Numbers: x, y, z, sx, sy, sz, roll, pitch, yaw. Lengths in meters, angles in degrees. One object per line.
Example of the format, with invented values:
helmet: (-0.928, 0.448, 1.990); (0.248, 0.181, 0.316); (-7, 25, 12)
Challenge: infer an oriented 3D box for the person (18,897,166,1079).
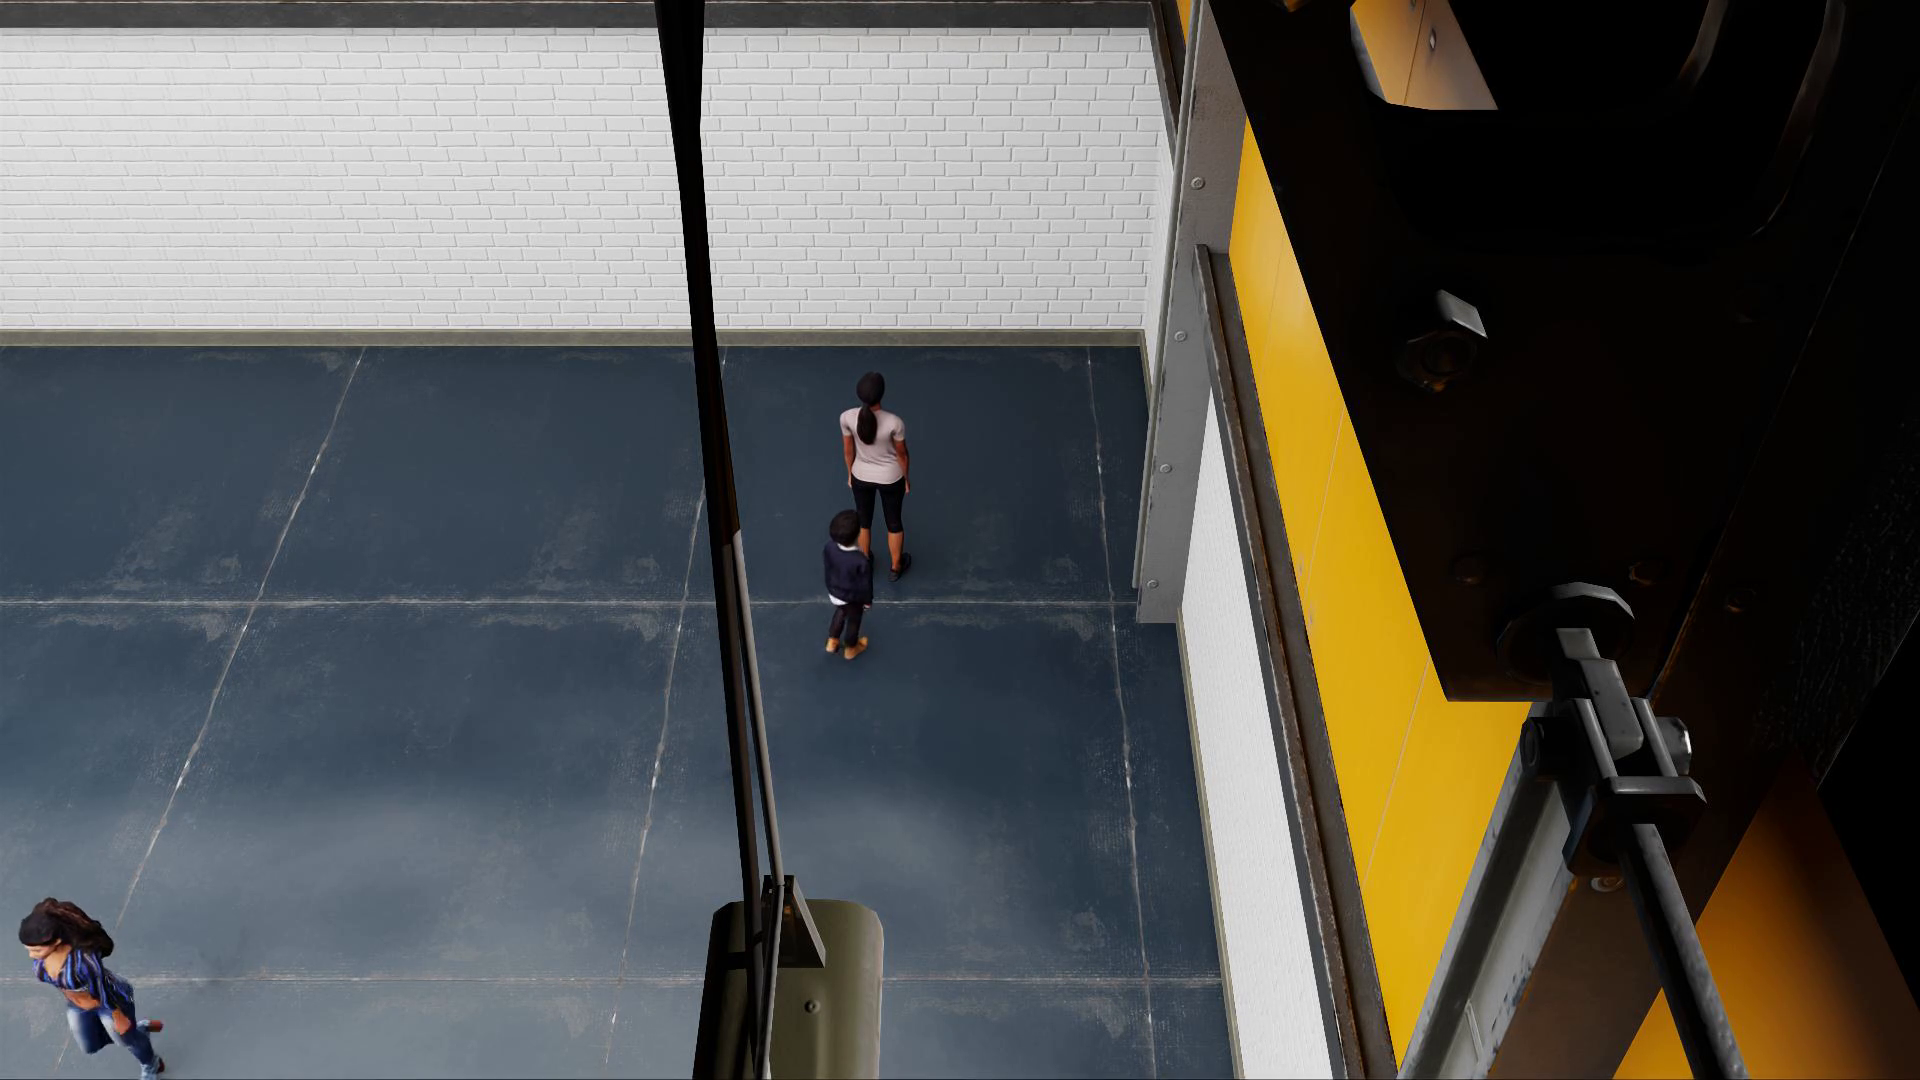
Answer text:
person: (-4.364, 2.298, 8.532); (0.689, 1.613, 0.705); (11, 45, 11)

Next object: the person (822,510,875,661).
person: (-0.768, 0.340, 10.878); (0.627, 1.211, 0.682); (27, 50, 26)

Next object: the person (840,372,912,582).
person: (-0.564, -0.420, 11.287); (0.637, 1.748, 0.590); (7, 44, 7)
